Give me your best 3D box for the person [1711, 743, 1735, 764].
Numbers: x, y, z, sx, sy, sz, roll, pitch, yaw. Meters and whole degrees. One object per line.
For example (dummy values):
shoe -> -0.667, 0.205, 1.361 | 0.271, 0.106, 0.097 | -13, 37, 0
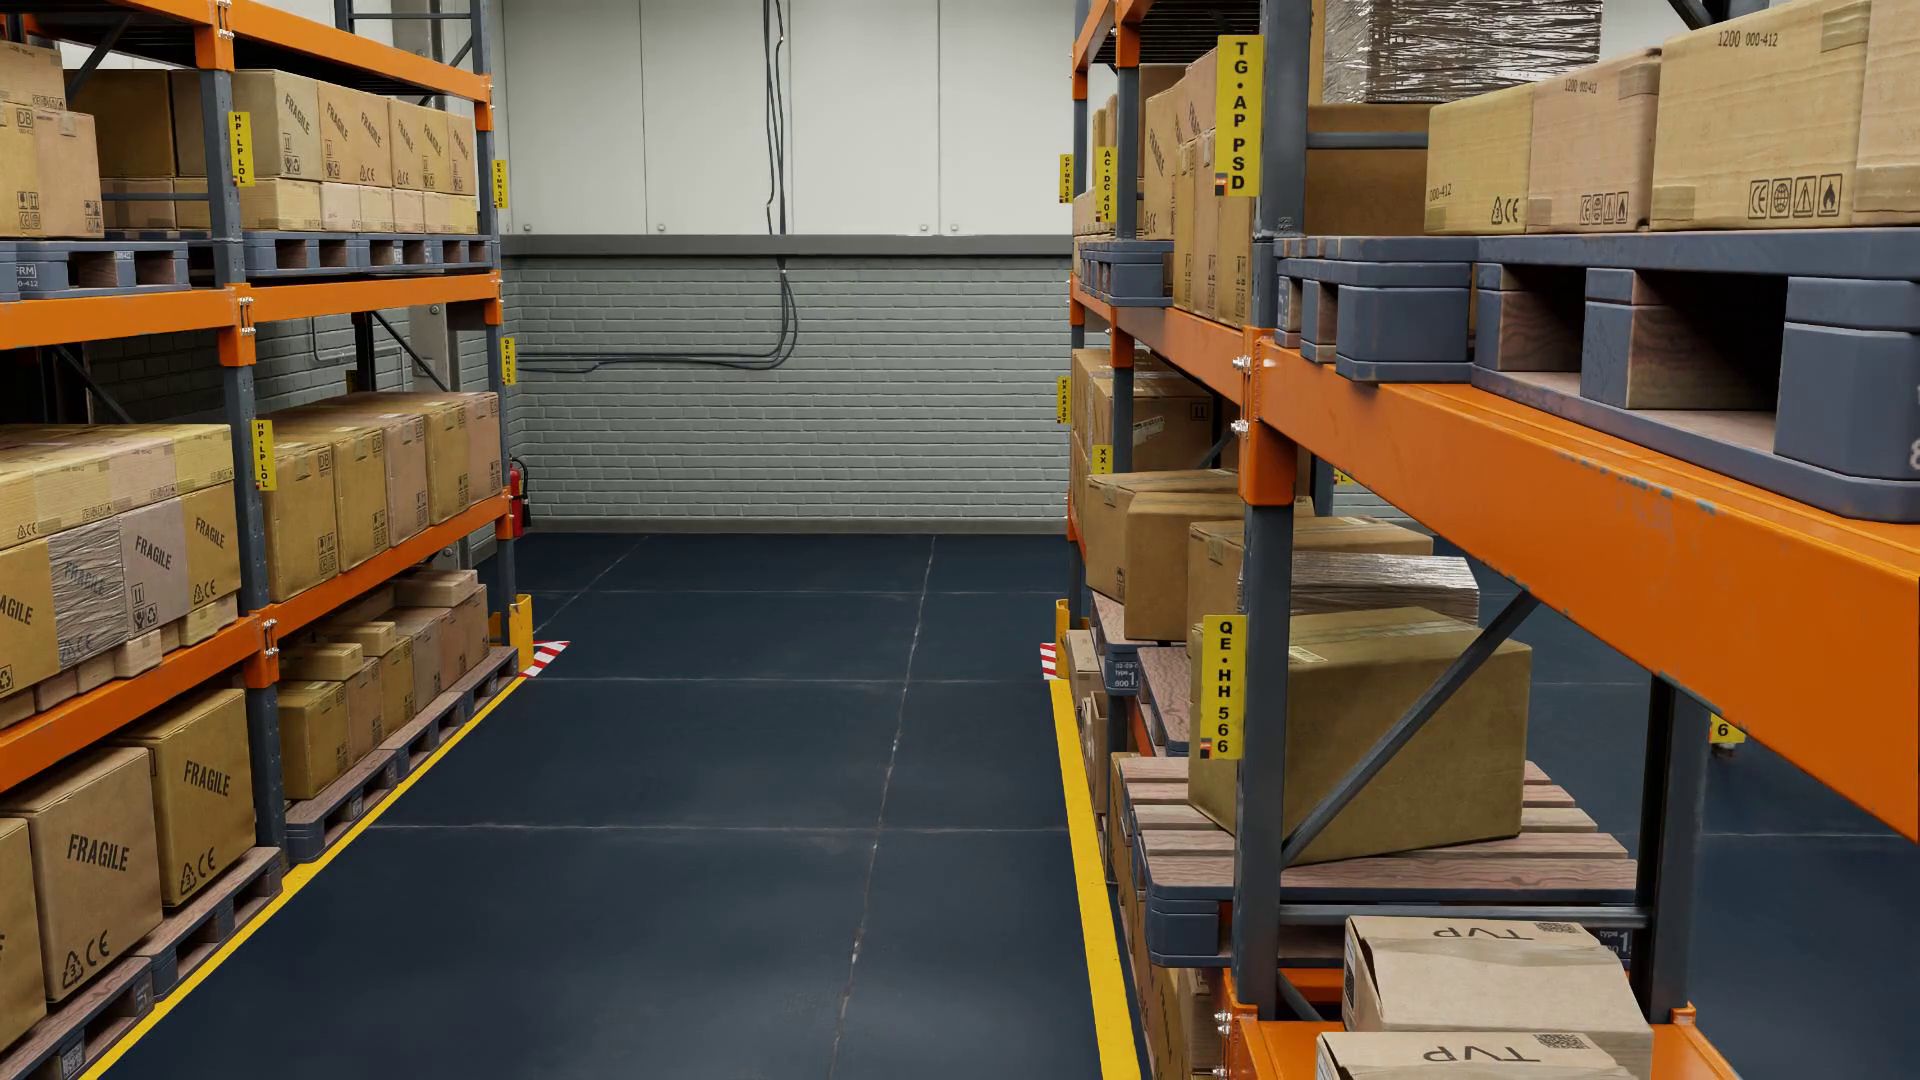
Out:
person -> 4.557, 0.326, 9.946 | 0.651, 1.908, 0.815 | 3, 10, 14
